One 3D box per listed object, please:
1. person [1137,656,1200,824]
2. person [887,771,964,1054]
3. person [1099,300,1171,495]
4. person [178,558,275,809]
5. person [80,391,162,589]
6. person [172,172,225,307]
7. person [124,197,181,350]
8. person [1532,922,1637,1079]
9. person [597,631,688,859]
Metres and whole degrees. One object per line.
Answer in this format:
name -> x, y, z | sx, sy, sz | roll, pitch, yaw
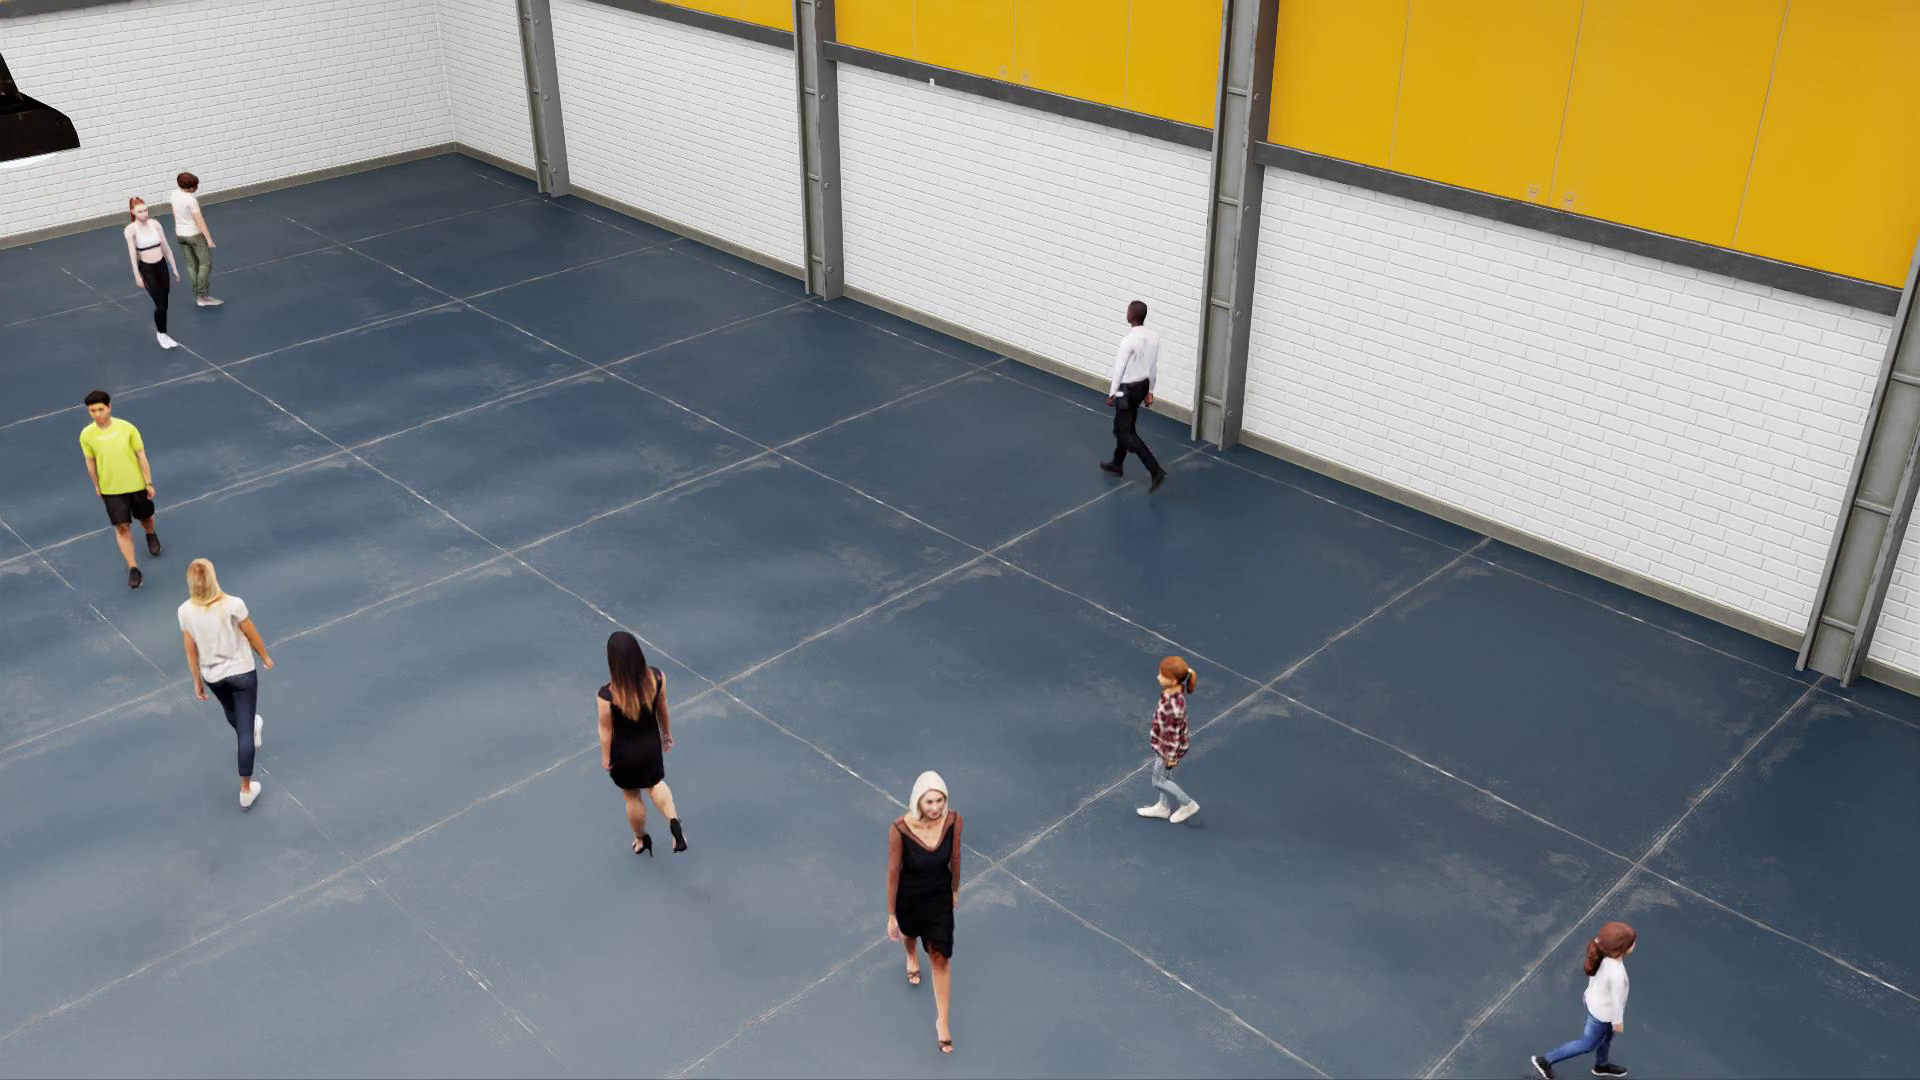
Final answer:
person -> 1.461, 1.347, 11.108 | 0.765, 1.303, 0.700 | 4, 29, 7
person -> -0.233, 2.000, 9.499 | 0.999, 1.698, 1.153 | -5, 29, -10
person -> 1.655, -1.303, 15.440 | 0.625, 1.808, 1.119 | -25, 37, -38
person -> -4.961, 0.993, 11.273 | 1.074, 1.767, 1.185 | -2, 29, -4
person -> -7.095, -0.508, 14.122 | 0.868, 1.674, 1.172 | -13, 31, -22
person -> -9.200, -3.612, 19.867 | 0.636, 1.622, 0.810 | 5, 29, 9
person -> -9.073, -2.997, 18.625 | 0.682, 1.731, 0.648 | 16, 32, 27
person -> 3.472, 2.548, 9.122 | 0.813, 1.097, 0.692 | 5, 29, 8
person -> -2.025, 1.384, 10.622 | 0.640, 1.704, 0.783 | -24, 37, -37
